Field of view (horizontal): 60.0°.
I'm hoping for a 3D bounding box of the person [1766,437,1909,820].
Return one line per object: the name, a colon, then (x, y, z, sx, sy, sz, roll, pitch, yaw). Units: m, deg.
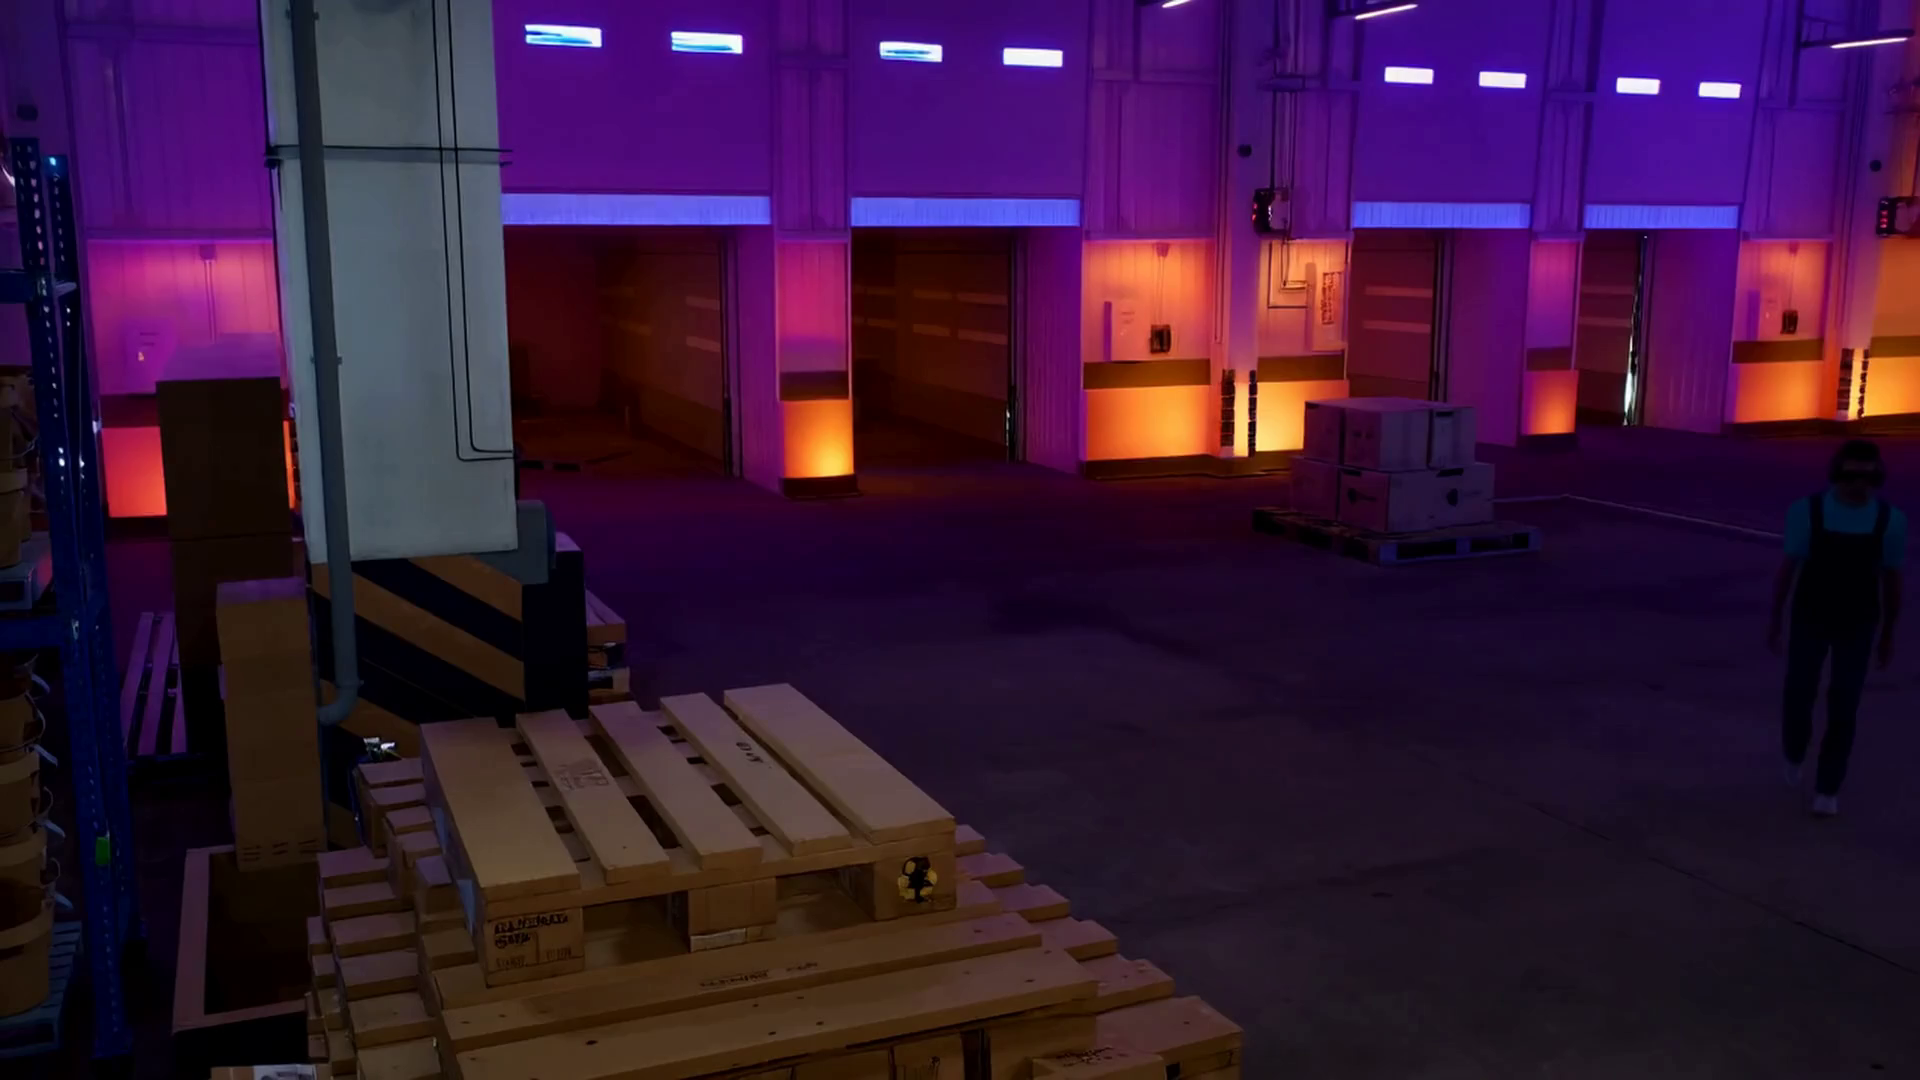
person: (4.120, 0.405, 7.852, 0.542, 1.826, 0.464, 4, 11, 23)
